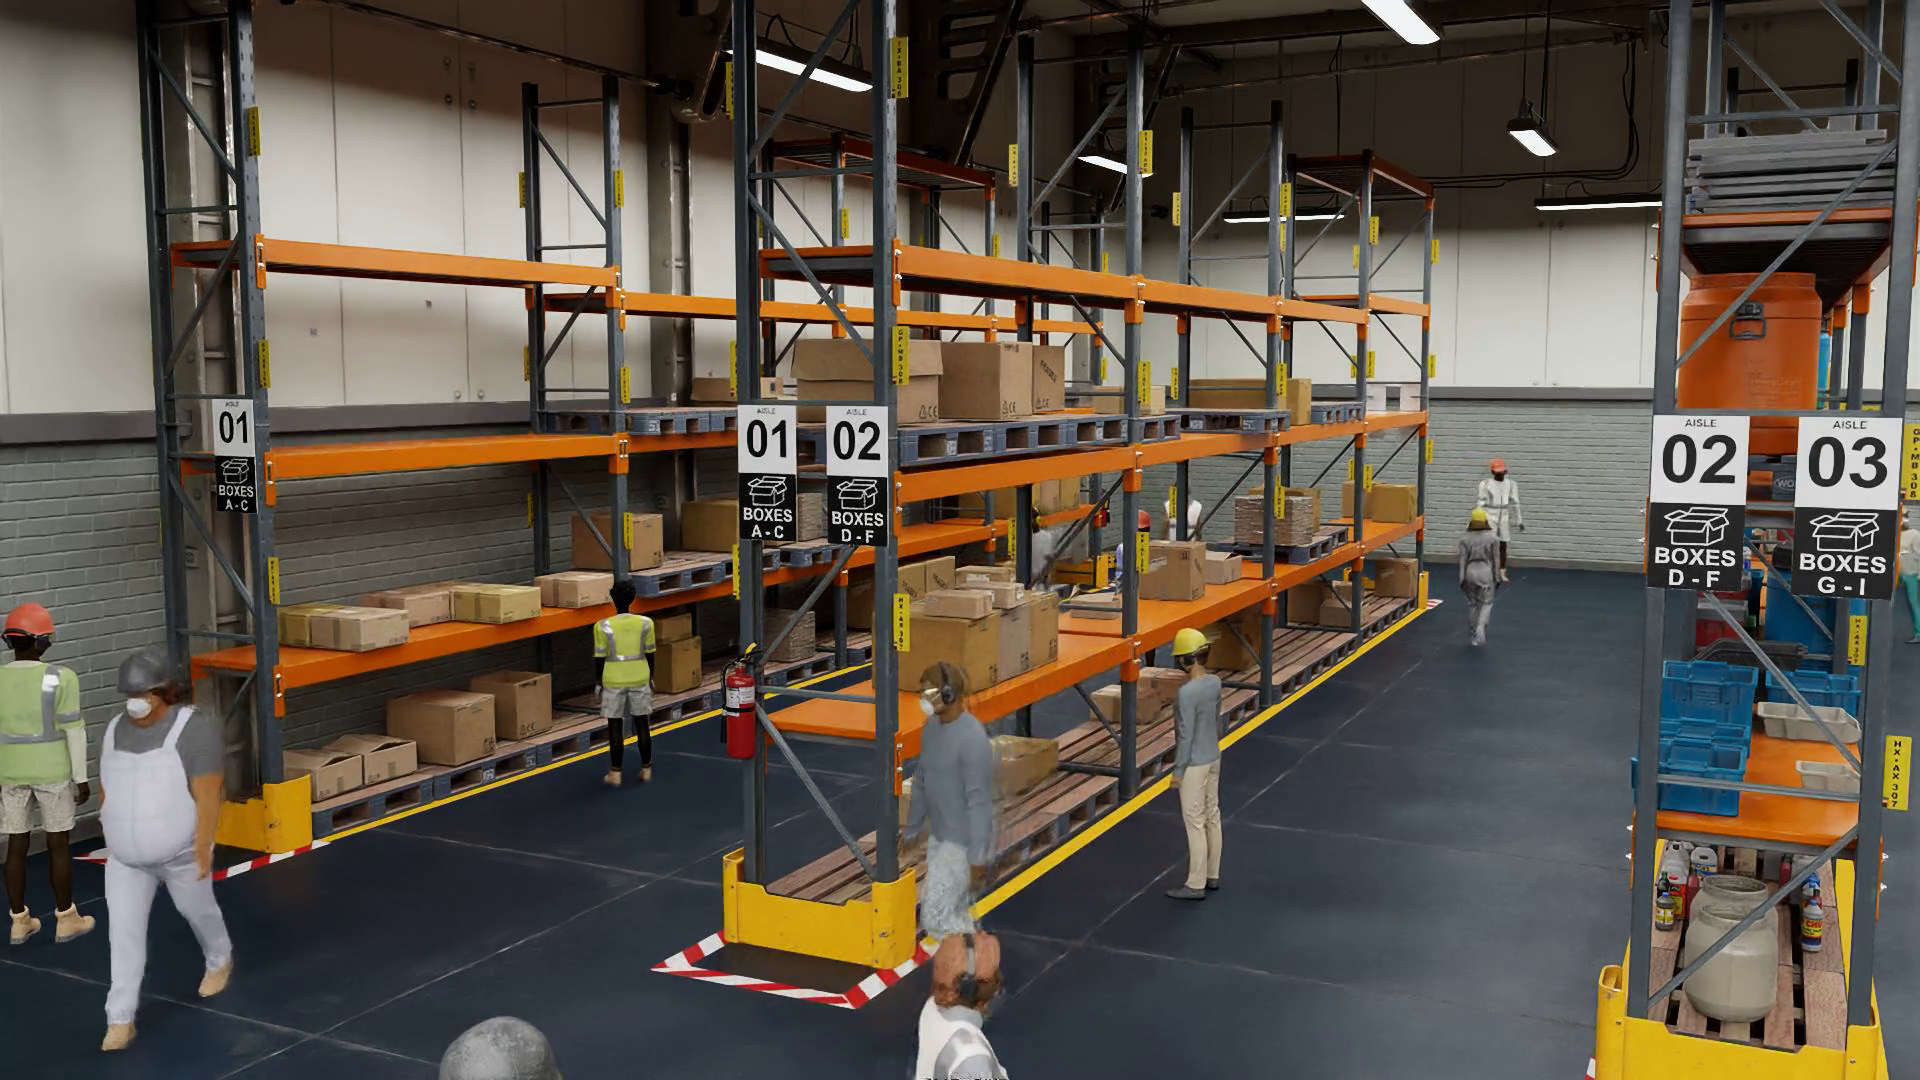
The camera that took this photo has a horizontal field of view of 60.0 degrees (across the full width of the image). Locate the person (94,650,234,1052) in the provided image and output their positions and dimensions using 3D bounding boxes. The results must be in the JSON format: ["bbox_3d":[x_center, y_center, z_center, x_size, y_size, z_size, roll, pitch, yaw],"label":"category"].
[{"bbox_3d":[-4.190,1.516,8.741,0.684,2.000,1.027,0,6,-4],"label":"person"}]

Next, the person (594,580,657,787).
[{"bbox_3d":[-2.761,1.175,13.711,0.540,1.695,0.317,-3,7,-30],"label":"person"}]

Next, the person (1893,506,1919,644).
[{"bbox_3d":[11.800,0.425,20.800,0.395,1.736,0.547,-3,6,-24],"label":"person"}]

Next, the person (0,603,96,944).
[{"bbox_3d":[-5.520,1.392,9.944,0.608,2.044,0.371,0,6,-5],"label":"person"}]

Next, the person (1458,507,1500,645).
[{"bbox_3d":[6.373,0.462,20.472,0.500,1.723,0.581,3,7,26],"label":"person"}]

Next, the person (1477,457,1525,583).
[{"bbox_3d":[8.629,-0.313,26.569,0.735,2.031,0.461,-1,6,-6],"label":"person"}]

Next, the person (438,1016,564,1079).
[{"bbox_3d":[-1.013,2.035,3.701,0.673,2.000,0.535,1,6,7],"label":"person"}]

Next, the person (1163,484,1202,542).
[{"bbox_3d":[3.248,0.031,24.277,0.572,1.810,0.836,0,6,3],"label":"person"}]

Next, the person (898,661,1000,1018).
[{"bbox_3d":[-0.065,1.586,8.681,0.460,1.917,0.642,-2,6,-20],"label":"person"}]

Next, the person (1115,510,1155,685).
[{"bbox_3d":[1.919,0.645,17.704,0.546,1.939,0.375,2,6,16],"label":"person"}]

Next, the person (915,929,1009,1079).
[{"bbox_3d":[0.027,2.063,5.413,0.381,1.623,0.537,-1,6,-13],"label":"person"}]

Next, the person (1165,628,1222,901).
[{"bbox_3d":[1.514,1.446,10.787,0.328,1.760,0.524,4,7,34],"label":"person"}]
